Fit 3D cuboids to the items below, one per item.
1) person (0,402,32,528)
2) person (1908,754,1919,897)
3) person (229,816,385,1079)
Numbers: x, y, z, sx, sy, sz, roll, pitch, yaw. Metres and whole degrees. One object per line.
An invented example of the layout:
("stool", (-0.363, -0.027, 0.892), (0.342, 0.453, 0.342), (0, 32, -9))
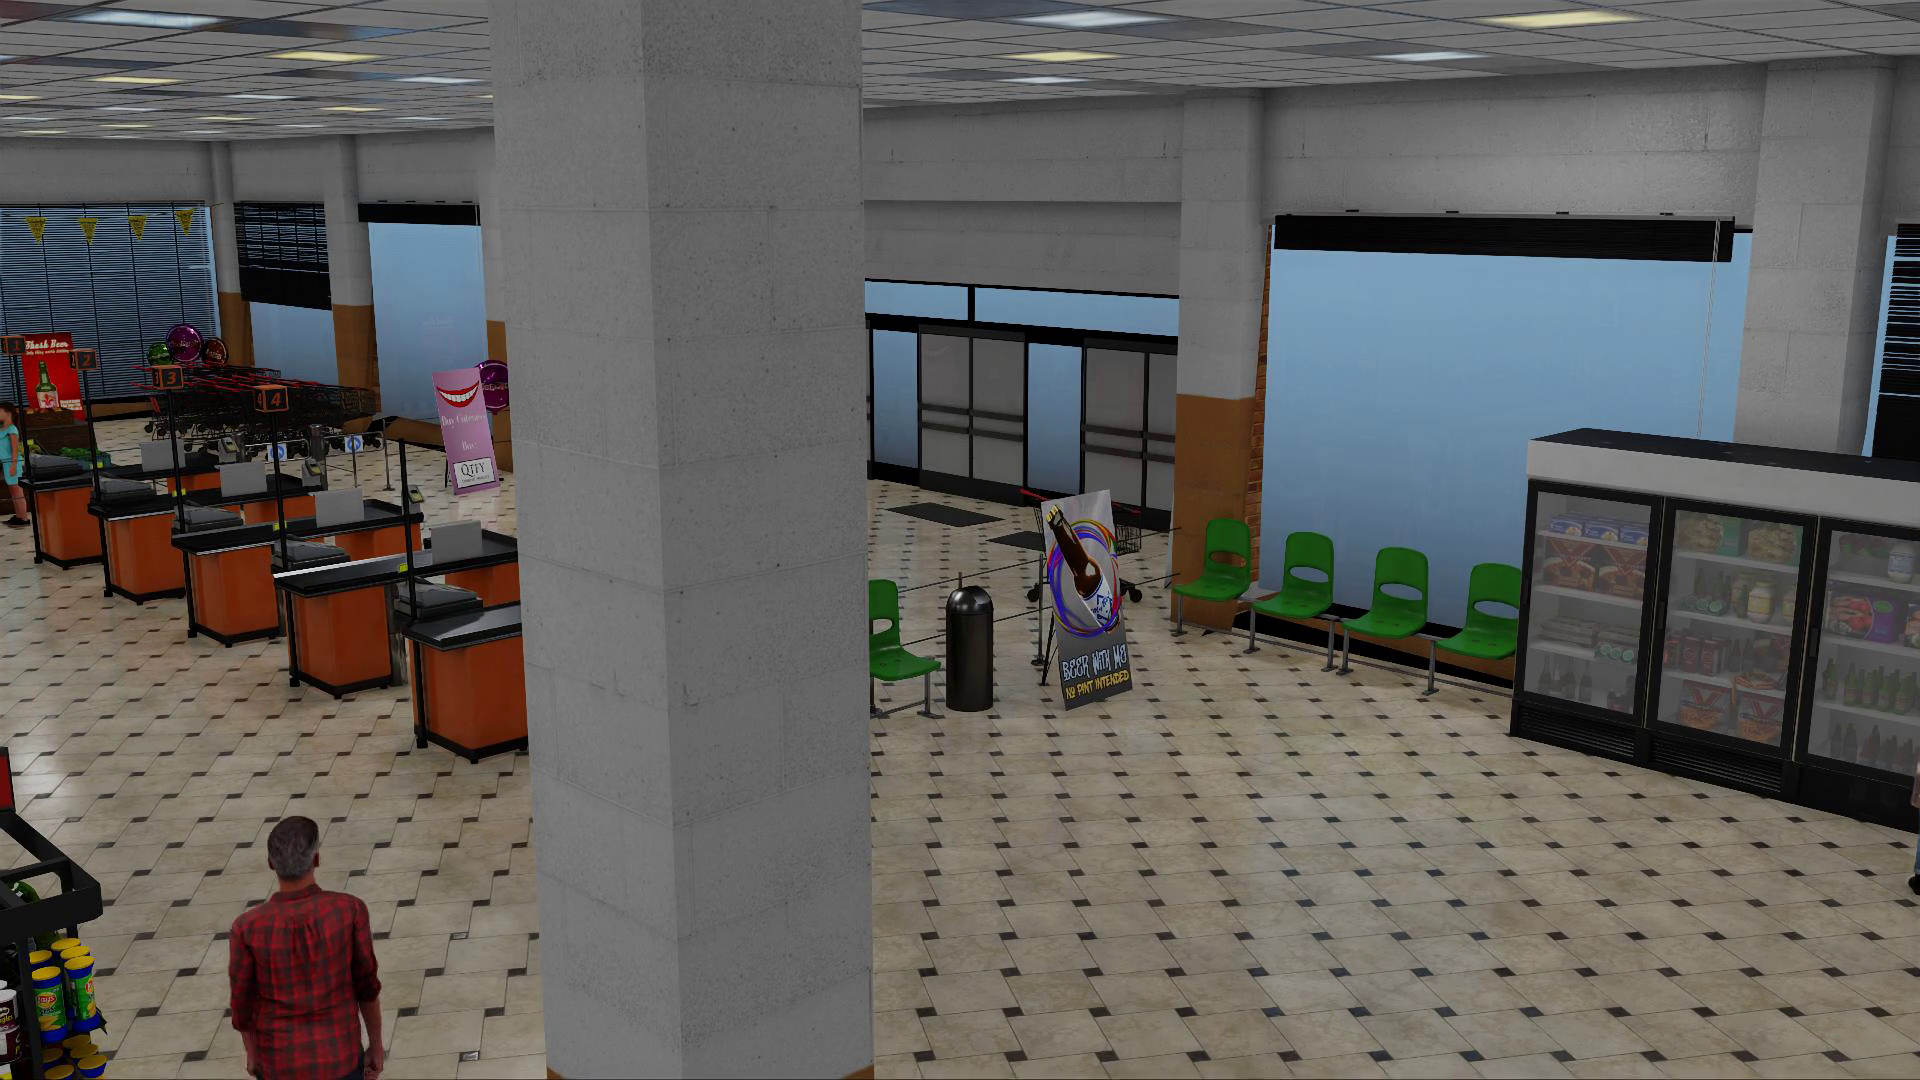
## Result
("person", (-11.769, -0.944, 20.658), (0.555, 1.557, 0.561), (-10, 15, -38))
("person", (5.800, 1.527, 9.802), (0.524, 1.194, 0.521), (7, 14, 32))
("person", (-2.428, 1.963, 6.233), (0.816, 1.812, 0.865), (-6, 13, -25))
